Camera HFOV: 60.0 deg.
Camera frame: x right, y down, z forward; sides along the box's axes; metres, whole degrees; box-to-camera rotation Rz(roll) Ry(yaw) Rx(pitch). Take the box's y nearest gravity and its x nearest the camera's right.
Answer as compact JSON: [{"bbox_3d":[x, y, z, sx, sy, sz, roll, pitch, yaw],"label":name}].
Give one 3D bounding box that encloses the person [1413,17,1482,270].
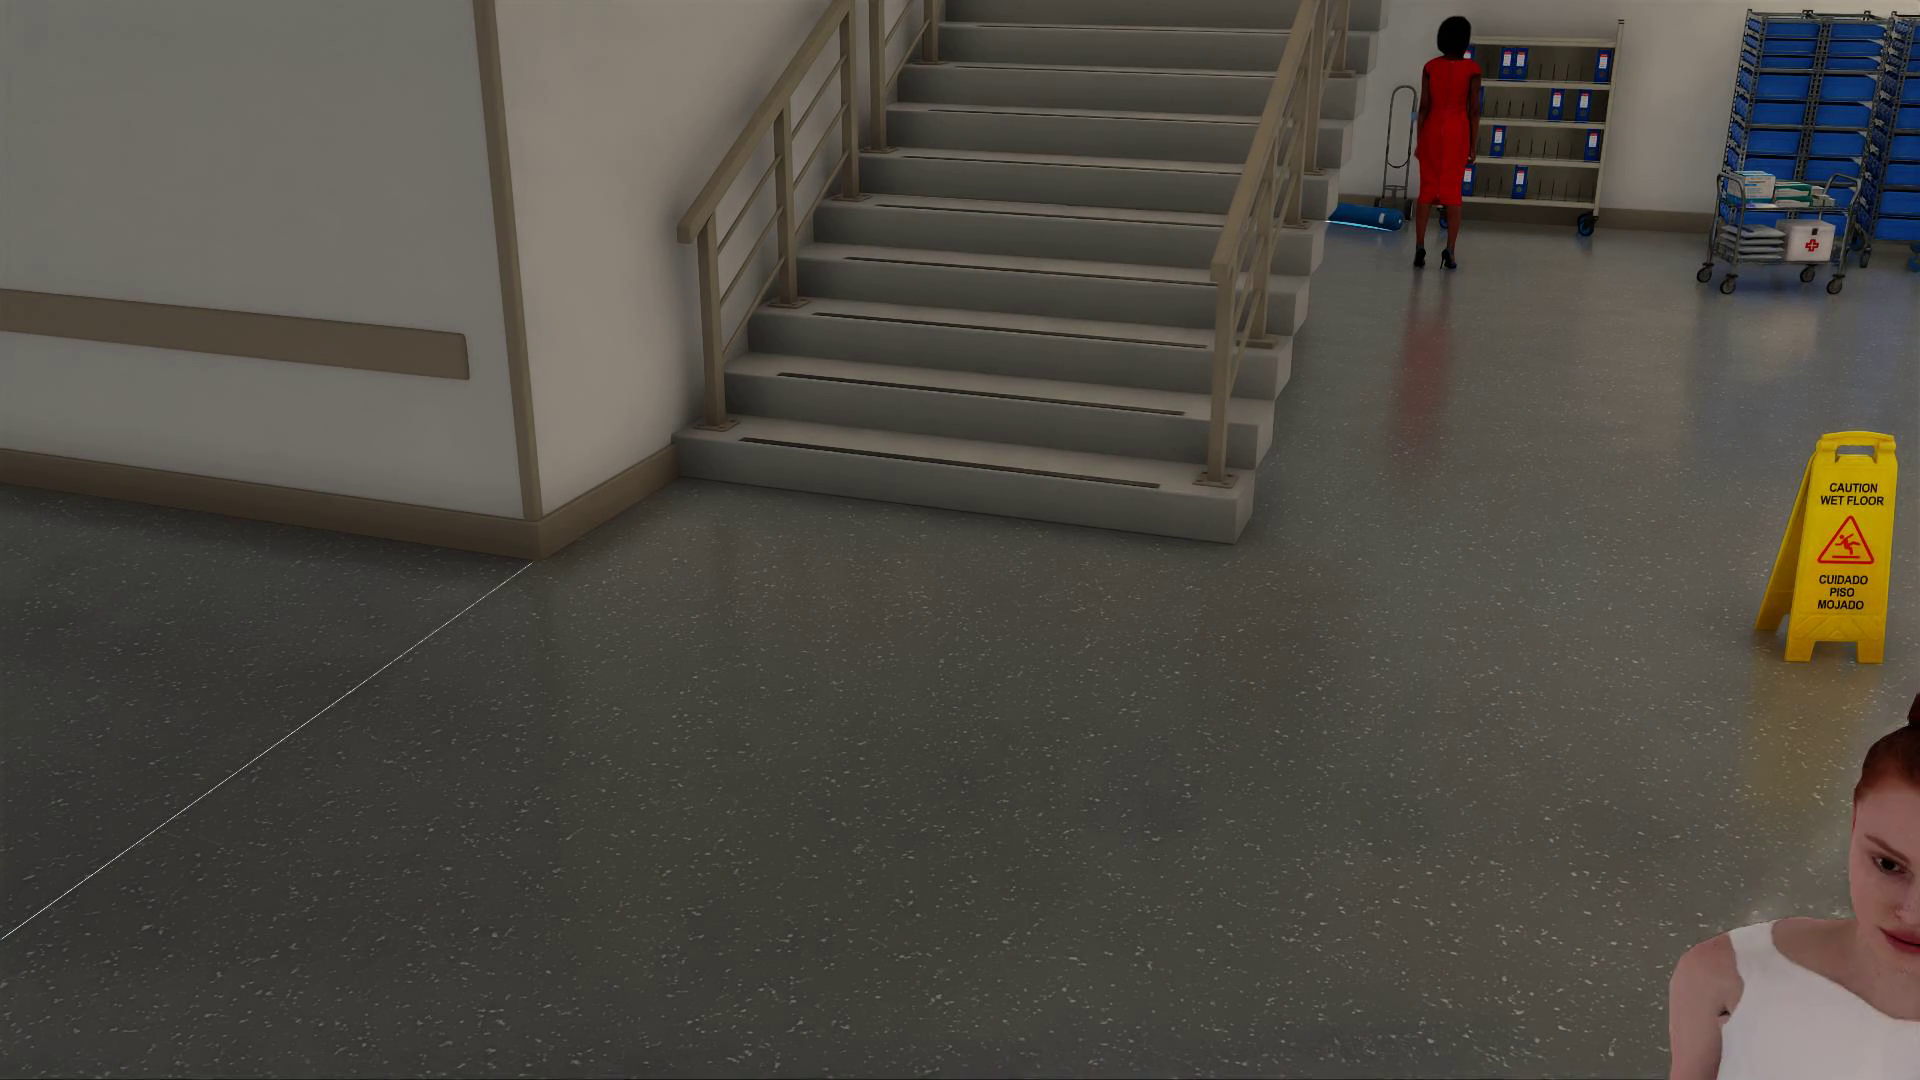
[{"bbox_3d":[3.450,-2.816,11.845,0.591,1.744,0.512,9,23,23],"label":"person"}]
